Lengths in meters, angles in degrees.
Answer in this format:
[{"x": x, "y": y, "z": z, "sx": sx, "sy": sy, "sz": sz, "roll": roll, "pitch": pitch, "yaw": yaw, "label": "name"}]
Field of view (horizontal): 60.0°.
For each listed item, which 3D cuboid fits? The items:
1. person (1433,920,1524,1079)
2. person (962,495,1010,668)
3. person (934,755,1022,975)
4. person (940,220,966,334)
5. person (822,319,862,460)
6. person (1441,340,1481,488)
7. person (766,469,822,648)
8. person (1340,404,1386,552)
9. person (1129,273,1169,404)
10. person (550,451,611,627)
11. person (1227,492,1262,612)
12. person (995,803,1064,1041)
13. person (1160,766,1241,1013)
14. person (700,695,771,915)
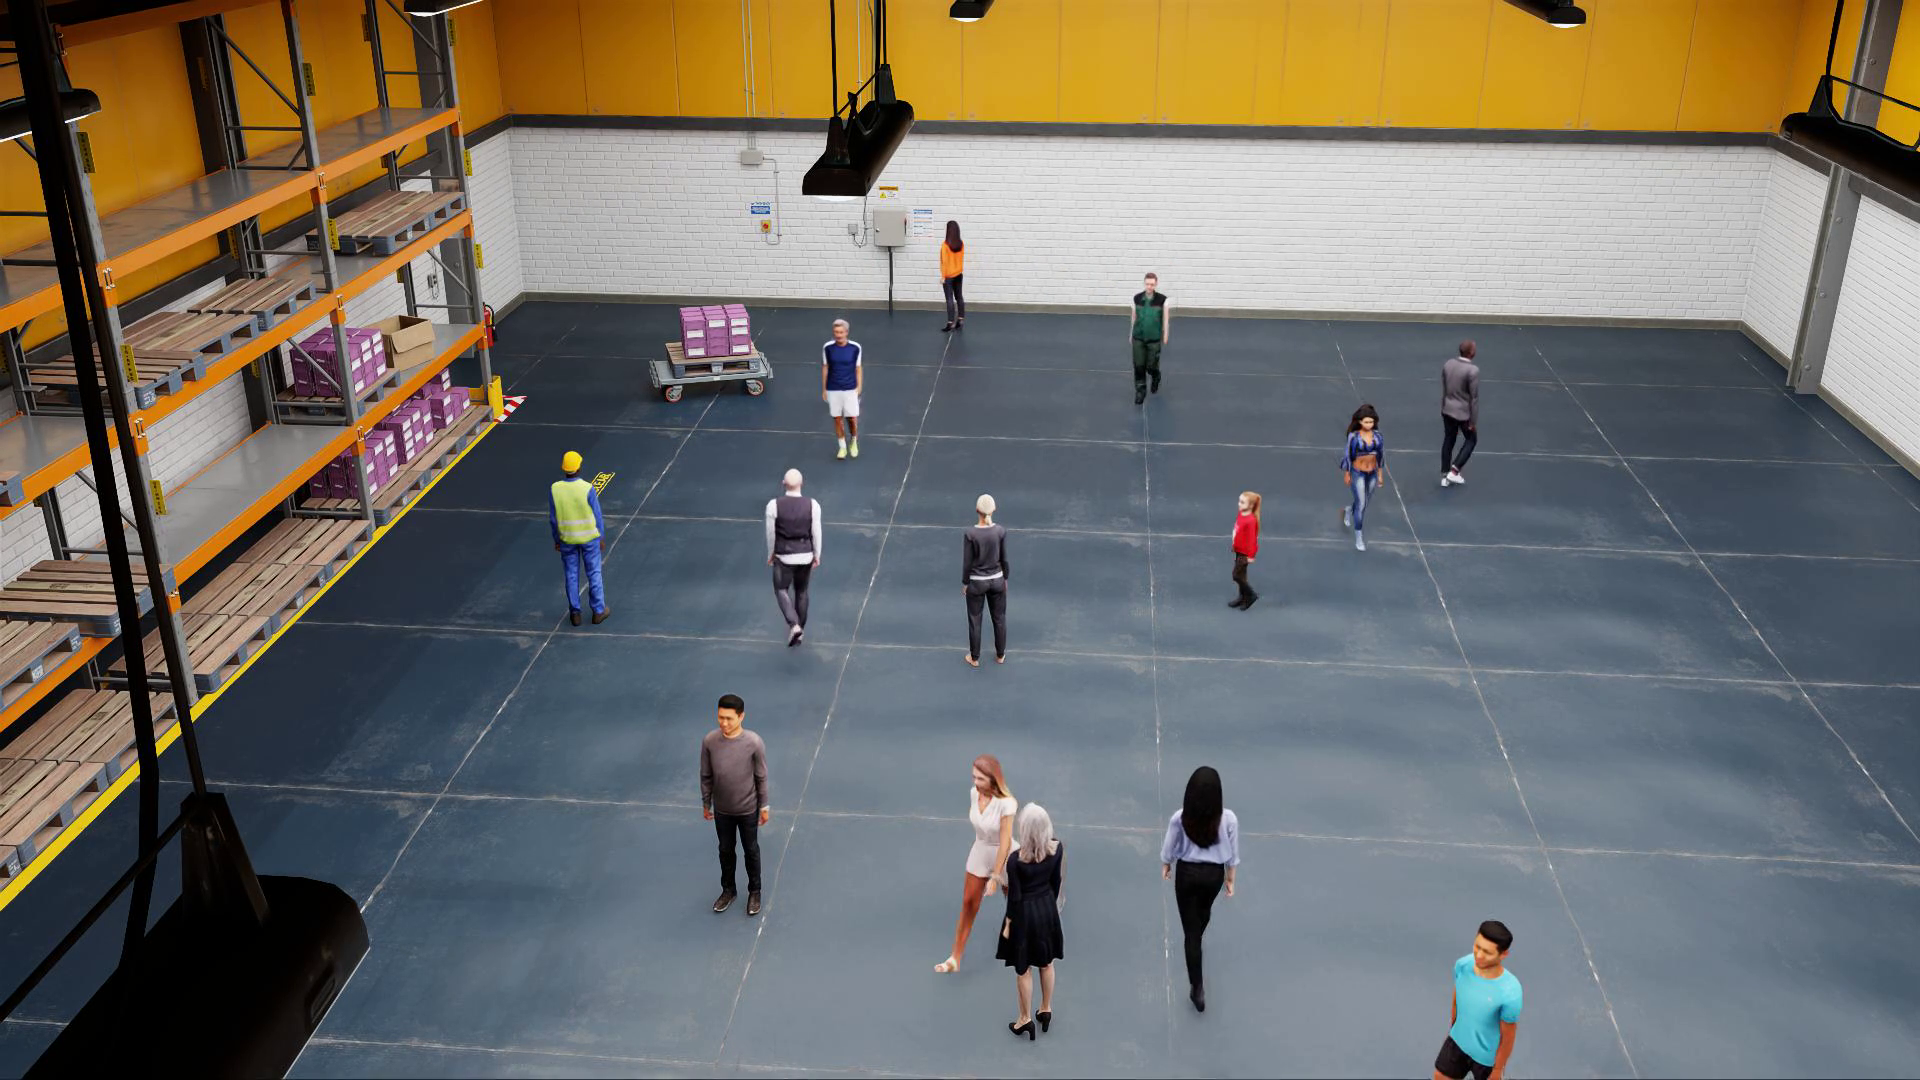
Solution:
[{"x": 3.102, "y": 2.951, "z": 9.742, "sx": 1.053, "sy": 1.747, "sz": 1.027, "roll": -16, "pitch": 28, "yaw": -32, "label": "person"}, {"x": 0.245, "y": 0.372, "z": 15.667, "sx": 0.655, "sy": 1.727, "sz": 0.617, "roll": -5, "pitch": 24, "yaw": -11, "label": "person"}, {"x": 0.319, "y": 2.207, "z": 11.570, "sx": 1.006, "sy": 1.647, "sz": 1.168, "roll": 18, "pitch": 30, "yaw": 36, "label": "person"}, {"x": -0.111, "y": -4.113, "z": 25.901, "sx": 0.768, "sy": 1.749, "sz": 0.686, "roll": 21, "pitch": 31, "yaw": 39, "label": "person"}, {"x": -1.466, "y": -1.908, "z": 20.765, "sx": 0.627, "sy": 1.821, "sz": 0.577, "roll": 1, "pitch": 24, "yaw": 3, "label": "person"}, {"x": 5.876, "y": -1.479, "z": 19.799, "sx": 0.920, "sy": 1.809, "sz": 0.842, "roll": -16, "pitch": 28, "yaw": -32, "label": "person"}, {"x": -1.589, "y": 0.222, "z": 15.920, "sx": 0.875, "sy": 1.799, "sz": 1.053, "roll": -5, "pitch": 24, "yaw": -12, "label": "person"}, {"x": 4.426, "y": -0.725, "z": 18.342, "sx": 0.799, "sy": 1.595, "sz": 1.075, "roll": -5, "pitch": 24, "yaw": -11, "label": "person"}, {"x": 2.587, "y": -2.789, "z": 22.776, "sx": 0.779, "sy": 1.825, "sz": 0.901, "roll": 8, "pitch": 25, "yaw": 18, "label": "person"}, {"x": -3.781, "y": -0.026, "z": 16.470, "sx": 0.707, "sy": 1.813, "sz": 0.631, "roll": -2, "pitch": 24, "yaw": -4, "label": "person"}, {"x": 2.932, "y": 0.101, "z": 16.852, "sx": 0.608, "sy": 1.275, "sz": 0.519, "roll": -5, "pitch": 24, "yaw": -11, "label": "person"}, {"x": 0.466, "y": 2.474, "z": 10.834, "sx": 0.705, "sy": 1.746, "sz": 0.745, "roll": -14, "pitch": 27, "yaw": -29, "label": "person"}, {"x": 1.607, "y": 2.363, "z": 11.150, "sx": 0.753, "sy": 1.697, "sz": 1.137, "roll": -1, "pitch": 24, "yaw": -1, "label": "person"}, {"x": -1.616, "y": 1.913, "z": 12.092, "sx": 0.523, "sy": 1.766, "sz": 0.661, "roll": 2, "pitch": 24, "yaw": 5, "label": "person"}]
